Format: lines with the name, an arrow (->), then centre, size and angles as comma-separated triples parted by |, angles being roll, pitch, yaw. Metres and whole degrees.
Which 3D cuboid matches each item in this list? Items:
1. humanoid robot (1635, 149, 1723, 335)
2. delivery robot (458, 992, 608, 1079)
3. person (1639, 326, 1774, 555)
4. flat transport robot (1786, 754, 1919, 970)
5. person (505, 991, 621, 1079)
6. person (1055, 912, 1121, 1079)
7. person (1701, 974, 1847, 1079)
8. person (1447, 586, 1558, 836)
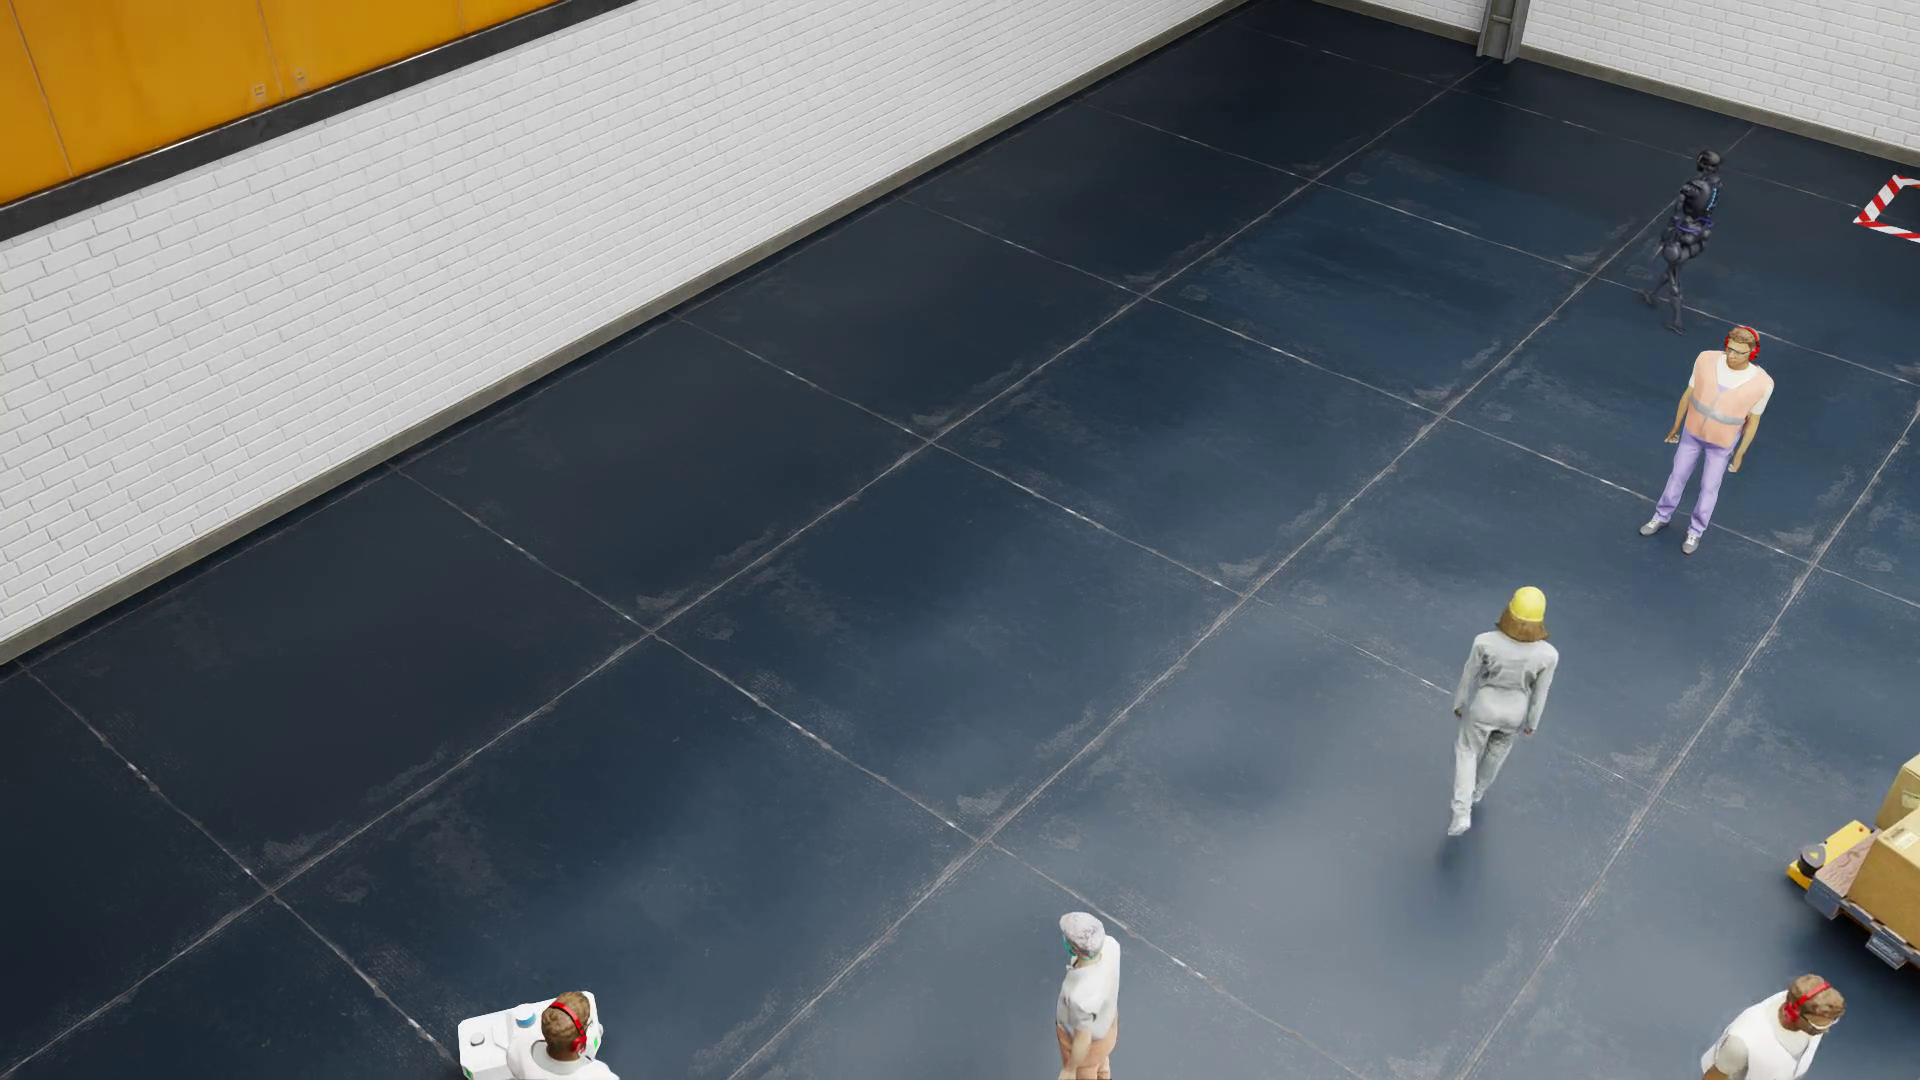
humanoid robot -> 6.249, -2.647, 14.472 | 0.589, 1.635, 0.715 | -21, 43, -24
delivery robot -> -2.269, 2.673, 8.756 | 0.815, 0.614, 0.499 | -10, 40, -13
person -> 5.397, -0.740, 11.949 | 0.563, 1.846, 0.391 | 31, 48, 33
flat transport robot -> 5.597, 2.193, 9.564 | 0.659, 0.231, 1.431 | -22, 44, -25
person -> -1.743, 2.736, 7.649 | 0.568, 1.831, 0.414 | 14, 41, 17
person -> 0.601, 2.411, 8.124 | 0.325, 1.737, 0.482 | 14, 41, 17
person -> 3.702, 2.597, 7.823 | 0.579, 1.822, 0.447 | -18, 42, -21
person -> 3.184, 1.039, 9.839 | 0.494, 1.724, 0.656 | 9, 40, 11
